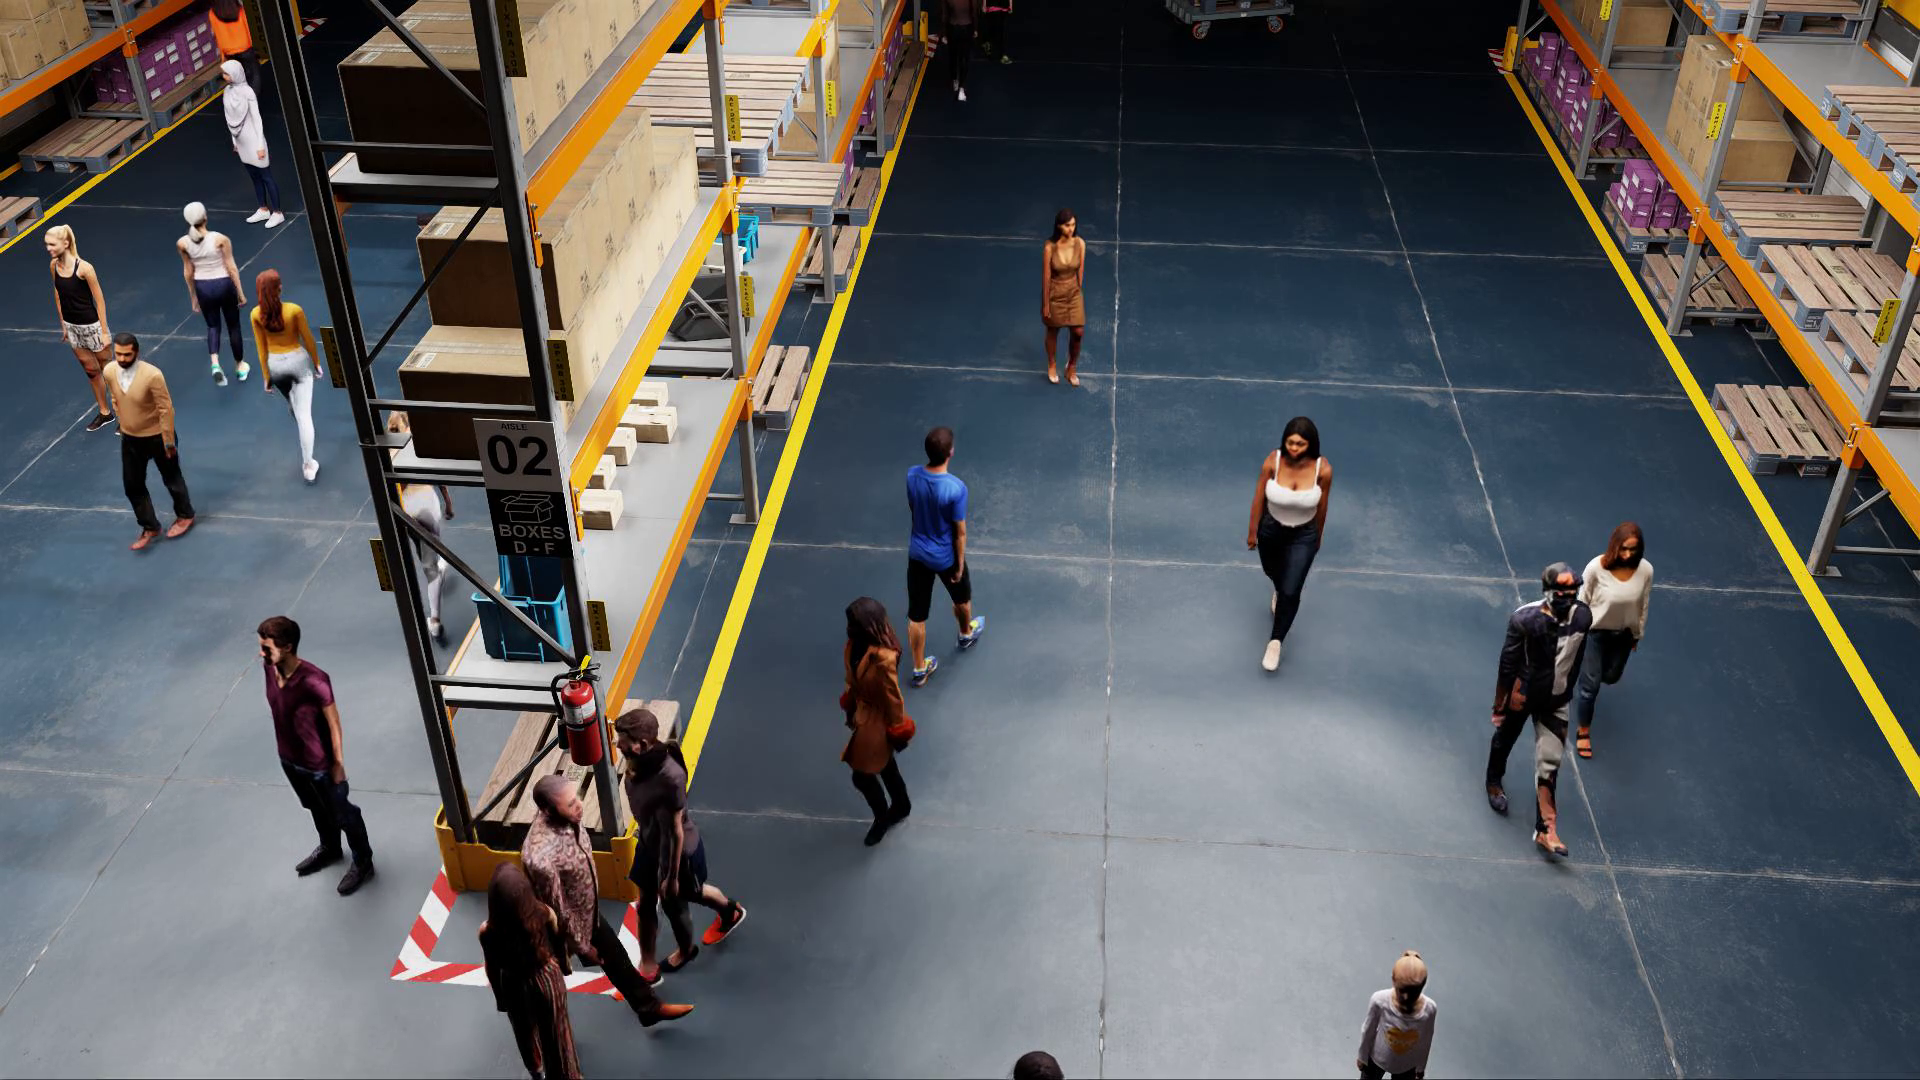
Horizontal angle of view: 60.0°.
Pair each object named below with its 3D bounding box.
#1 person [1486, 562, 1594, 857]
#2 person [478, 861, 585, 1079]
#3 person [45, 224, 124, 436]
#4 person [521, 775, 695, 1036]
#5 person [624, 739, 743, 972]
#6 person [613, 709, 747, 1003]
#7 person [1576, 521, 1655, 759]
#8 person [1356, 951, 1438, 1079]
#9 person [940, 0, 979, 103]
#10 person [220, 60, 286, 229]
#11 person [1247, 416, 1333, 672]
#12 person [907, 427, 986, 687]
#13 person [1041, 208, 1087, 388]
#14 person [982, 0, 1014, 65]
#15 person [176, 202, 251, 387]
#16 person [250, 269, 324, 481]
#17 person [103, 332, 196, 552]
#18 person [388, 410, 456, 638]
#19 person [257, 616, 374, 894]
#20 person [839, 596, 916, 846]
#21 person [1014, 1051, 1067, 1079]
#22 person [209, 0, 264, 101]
[{"bbox_3d":[3.373,0.874,9.863,0.842,1.860,1.093,-3,34,-4],"label":"person"},{"bbox_3d":[-2.086,2.190,8.151,0.690,1.562,0.806,-9,35,-13],"label":"person"},{"bbox_3d":[-7.282,-1.781,13.870,0.633,1.846,0.588,8,35,12],"label":"person"},{"bbox_3d":[-2.076,1.910,8.395,0.825,1.760,1.123,6,34,9],"label":"person"},{"bbox_3d":[-1.484,1.661,8.857,0.843,1.663,0.814,-4,34,-7],"label":"person"},{"bbox_3d":[-1.466,1.595,8.822,1.216,1.811,1.081,-28,43,-35],"label":"person"},{"bbox_3d":[4.057,0.547,10.535,0.638,1.660,0.918,1,34,2],"label":"person"},{"bbox_3d":[2.076,2.470,7.986,0.487,1.279,0.498,4,34,6],"label":"person"},{"bbox_3d":[-0.006,-6.328,20.874,0.614,1.665,1.090,3,34,5],"label":"person"},{"bbox_3d":[-7.483,-4.197,17.567,0.689,1.777,0.683,19,38,26],"label":"person"},{"bbox_3d":[2.249,-0.075,11.374,0.878,1.768,1.262,12,35,17],"label":"person"},{"bbox_3d":[-0.208,0.162,10.959,0.835,1.833,1.109,13,36,19],"label":"person"},{"bbox_3d":[0.850,-2.139,14.567,0.674,1.671,0.725,-9,35,-14],"label":"person"},{"bbox_3d":[0.467,-7.215,22.350,0.964,1.508,1.127,-17,37,-24],"label":"person"},{"bbox_3d":[-6.488,-2.095,14.487,0.743,1.687,0.968,-6,34,-8],"label":"person"},{"bbox_3d":[-5.326,-1.279,13.250,0.840,1.696,1.228,-8,34,-12],"label":"person"},{"bbox_3d":[-6.048,-0.813,12.516,0.718,1.733,0.815,7,34,10],"label":"person"},{"bbox_3d":[-3.763,-0.103,11.531,0.862,1.640,1.214,-9,35,-13],"label":"person"},{"bbox_3d":[-3.665,1.182,9.404,0.740,1.855,0.724,20,38,27],"label":"person"},{"bbox_3d":[-0.407,1.027,9.773,0.938,1.704,0.874,-20,38,-27],"label":"person"},{"bbox_3d":[0.294,2.797,7.126,0.806,1.686,0.679,16,37,23],"label":"person"},{"bbox_3d":[-8.730,-5.886,20.148,0.750,1.733,0.963,-5,34,-7],"label":"person"}]
